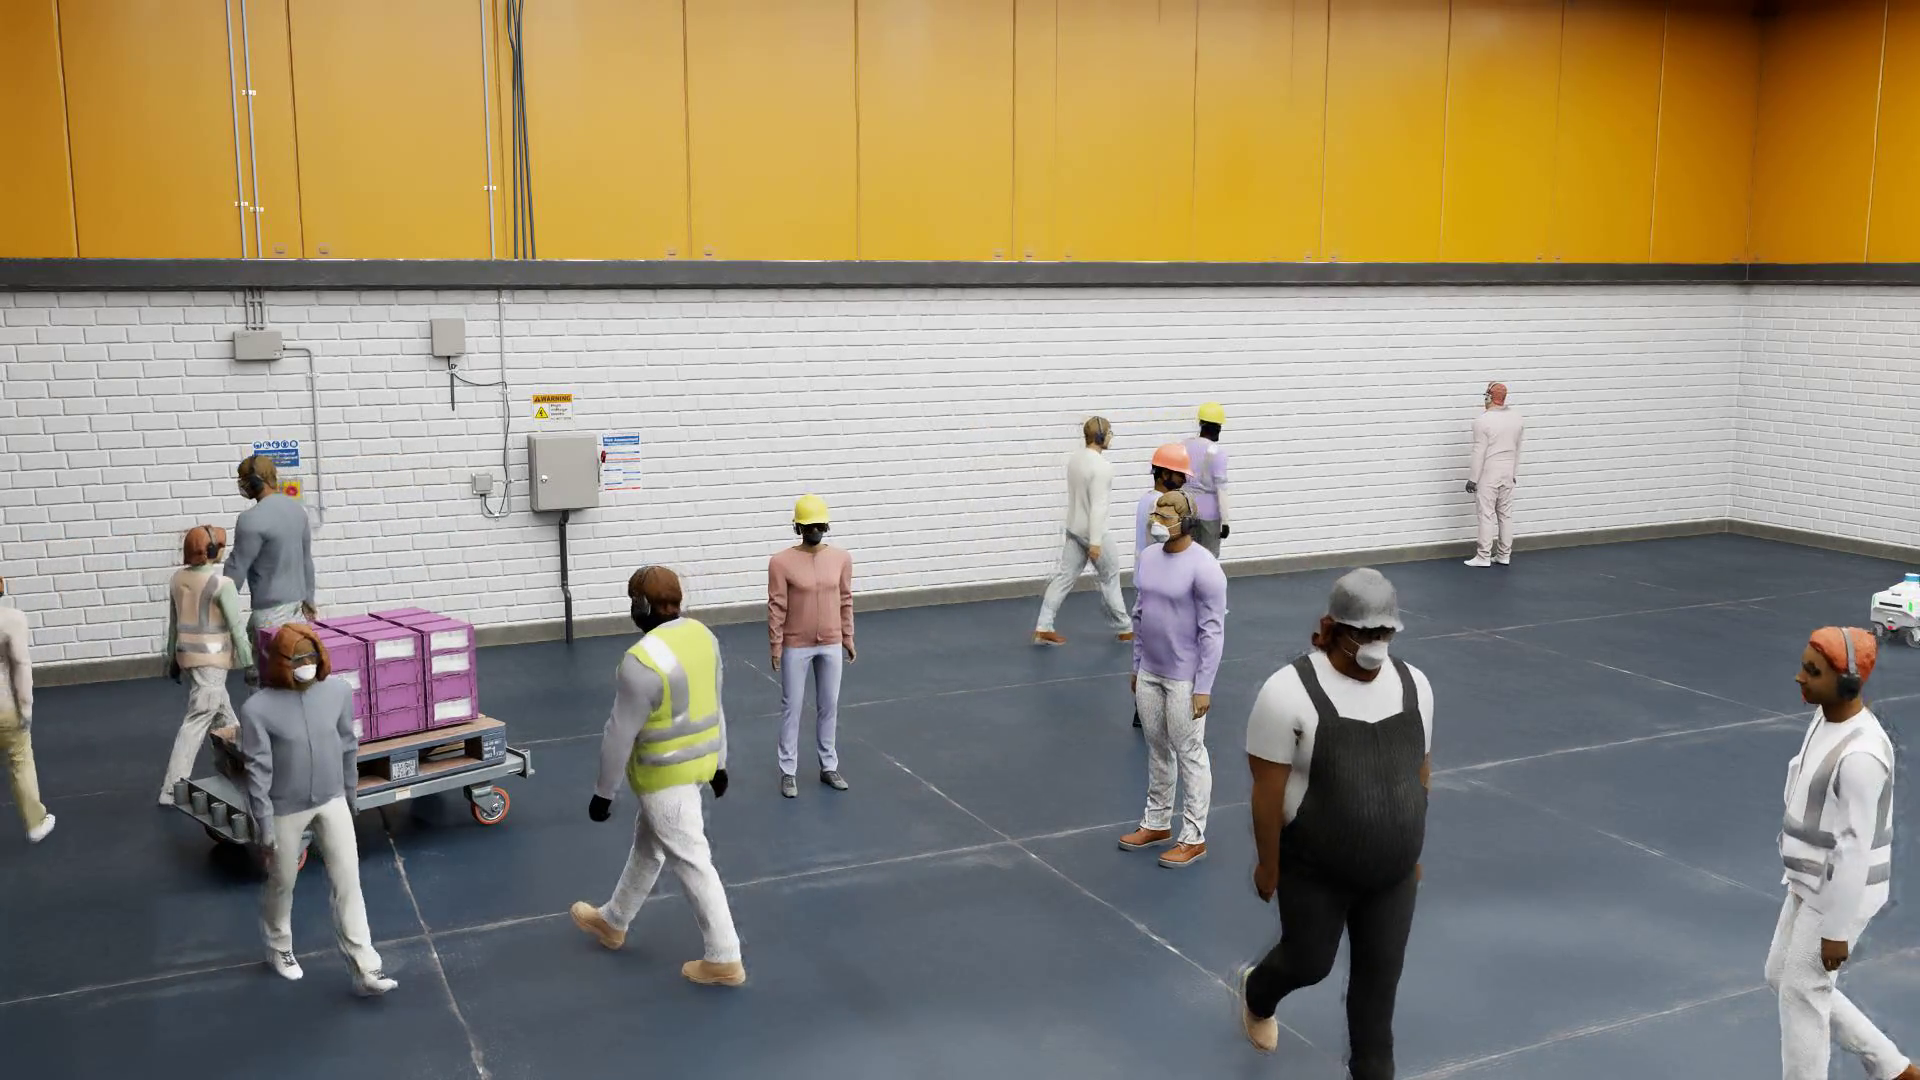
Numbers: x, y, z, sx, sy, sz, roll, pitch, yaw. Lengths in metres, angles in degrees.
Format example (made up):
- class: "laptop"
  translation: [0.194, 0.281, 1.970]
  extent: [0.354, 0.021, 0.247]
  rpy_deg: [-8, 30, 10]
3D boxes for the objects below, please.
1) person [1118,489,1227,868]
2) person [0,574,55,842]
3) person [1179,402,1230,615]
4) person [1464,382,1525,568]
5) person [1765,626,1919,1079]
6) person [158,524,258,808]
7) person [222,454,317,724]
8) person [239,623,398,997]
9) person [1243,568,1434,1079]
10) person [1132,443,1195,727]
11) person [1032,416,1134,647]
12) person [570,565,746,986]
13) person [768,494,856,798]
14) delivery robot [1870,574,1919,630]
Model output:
- class: "person"
  translation: [1.093, 0.699, 8.549]
  extent: [0.372, 1.940, 0.629]
  rpy_deg: [-6, 11, -33]
- class: "person"
  translation: [-5.025, 0.848, 8.632]
  extent: [0.519, 1.611, 0.684]
  rpy_deg: [-2, 9, -11]
- class: "person"
  translation: [2.108, -0.253, 14.513]
  extent: [0.545, 1.912, 0.613]
  rpy_deg: [-6, 11, -34]
- class: "person"
  translation: [5.471, -0.667, 17.117]
  extent: [0.637, 1.910, 0.406]
  rpy_deg: [-5, 10, -26]
- class: "person"
  translation: [3.001, 1.203, 5.650]
  extent: [0.549, 1.863, 0.595]
  rpy_deg: [3, 10, 18]
- class: "person"
  translation: [-4.322, 0.707, 9.576]
  extent: [0.542, 1.590, 0.877]
  rpy_deg: [5, 11, 30]
- class: "person"
  translation: [-4.435, 0.410, 10.456]
  extent: [0.902, 1.894, 0.625]
  rpy_deg: [0, 9, 0]
- class: "person"
  translation: [-2.720, 1.131, 6.957]
  extent: [0.509, 1.586, 0.830]
  rpy_deg: [-8, 12, -41]
- class: "person"
  translation: [1.356, 1.058, 6.004]
  extent: [0.694, 2.000, 0.772]
  rpy_deg: [-2, 9, -14]
- class: "person"
  translation: [1.331, 0.325, 10.910]
  extent: [0.385, 1.927, 0.545]
  rpy_deg: [-1, 9, -7]
- class: "person"
  translation: [1.043, -0.062, 13.448]
  extent: [1.027, 1.890, 0.663]
  rpy_deg: [-4, 10, -22]
- class: "person"
  translation: [-1.328, 1.000, 7.163]
  extent: [0.980, 1.780, 0.641]
  rpy_deg: [3, 10, 16]
- class: "person"
  translation: [-0.850, 0.608, 9.650]
  extent: [0.534, 1.767, 0.320]
  rpy_deg: [-4, 10, -26]
- class: "delivery robot"
  translation: [7.796, 0.520, 13.651]
  extent: [0.707, 0.478, 0.477]
  rpy_deg: [-7, 11, -37]
